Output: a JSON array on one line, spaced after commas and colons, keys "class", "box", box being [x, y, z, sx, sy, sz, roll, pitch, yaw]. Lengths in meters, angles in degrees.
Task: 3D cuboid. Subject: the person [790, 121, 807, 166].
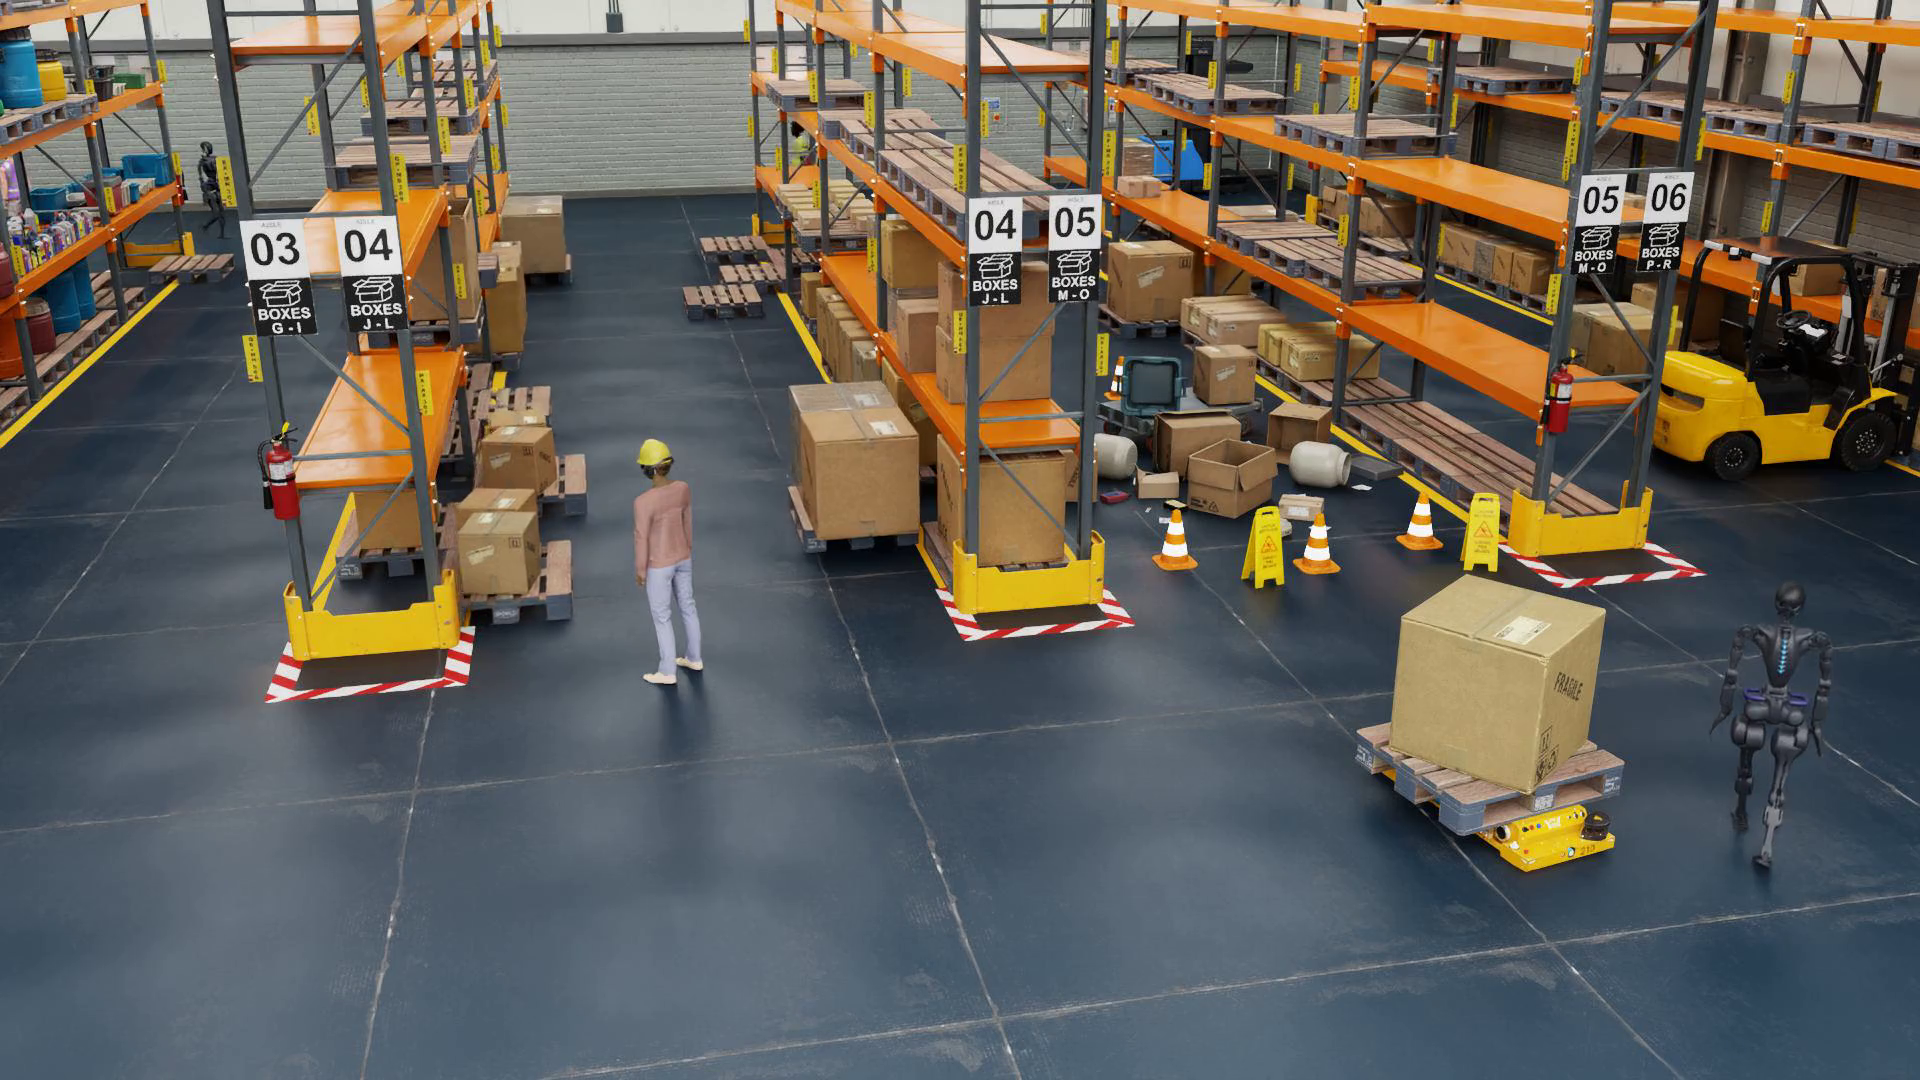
[{"class": "person", "box": [-3.078, -6.883, 30.723, 0.794, 1.664, 0.545, -1, 20, -4]}]

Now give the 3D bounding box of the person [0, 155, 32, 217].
[{"class": "person", "box": [-15.372, -5.565, 27.153, 0.352, 1.688, 0.489, 11, 23, 27]}]

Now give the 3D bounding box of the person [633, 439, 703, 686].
[{"class": "person", "box": [-2.082, 0.147, 11.673, 0.347, 1.758, 0.520, 13, 24, 32]}]

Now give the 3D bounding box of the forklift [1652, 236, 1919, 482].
[{"class": "forklift", "box": [8.013, -1.814, 16.330, 2.313, 2.155, 1.214, -4, 21, -12]}]

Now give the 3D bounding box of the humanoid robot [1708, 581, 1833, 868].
[{"class": "humanoid robot", "box": [4.617, 1.030, 9.478, 0.601, 1.632, 0.776, 8, 22, 21]}]

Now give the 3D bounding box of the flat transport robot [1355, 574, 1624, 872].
[{"class": "flat transport robot", "box": [3.179, 1.533, 10.075, 0.659, 0.231, 1.431, -9, 22, -23]}]

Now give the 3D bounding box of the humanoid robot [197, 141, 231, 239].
[{"class": "humanoid robot", "box": [-12.641, -5.913, 28.114, 0.401, 1.645, 0.607, 7, 21, 17]}]

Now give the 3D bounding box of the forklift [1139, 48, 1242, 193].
[{"class": "forklift", "box": [4.566, -8.313, 32.860, 1.873, 2.768, 1.129, -4, 21, -12]}]
